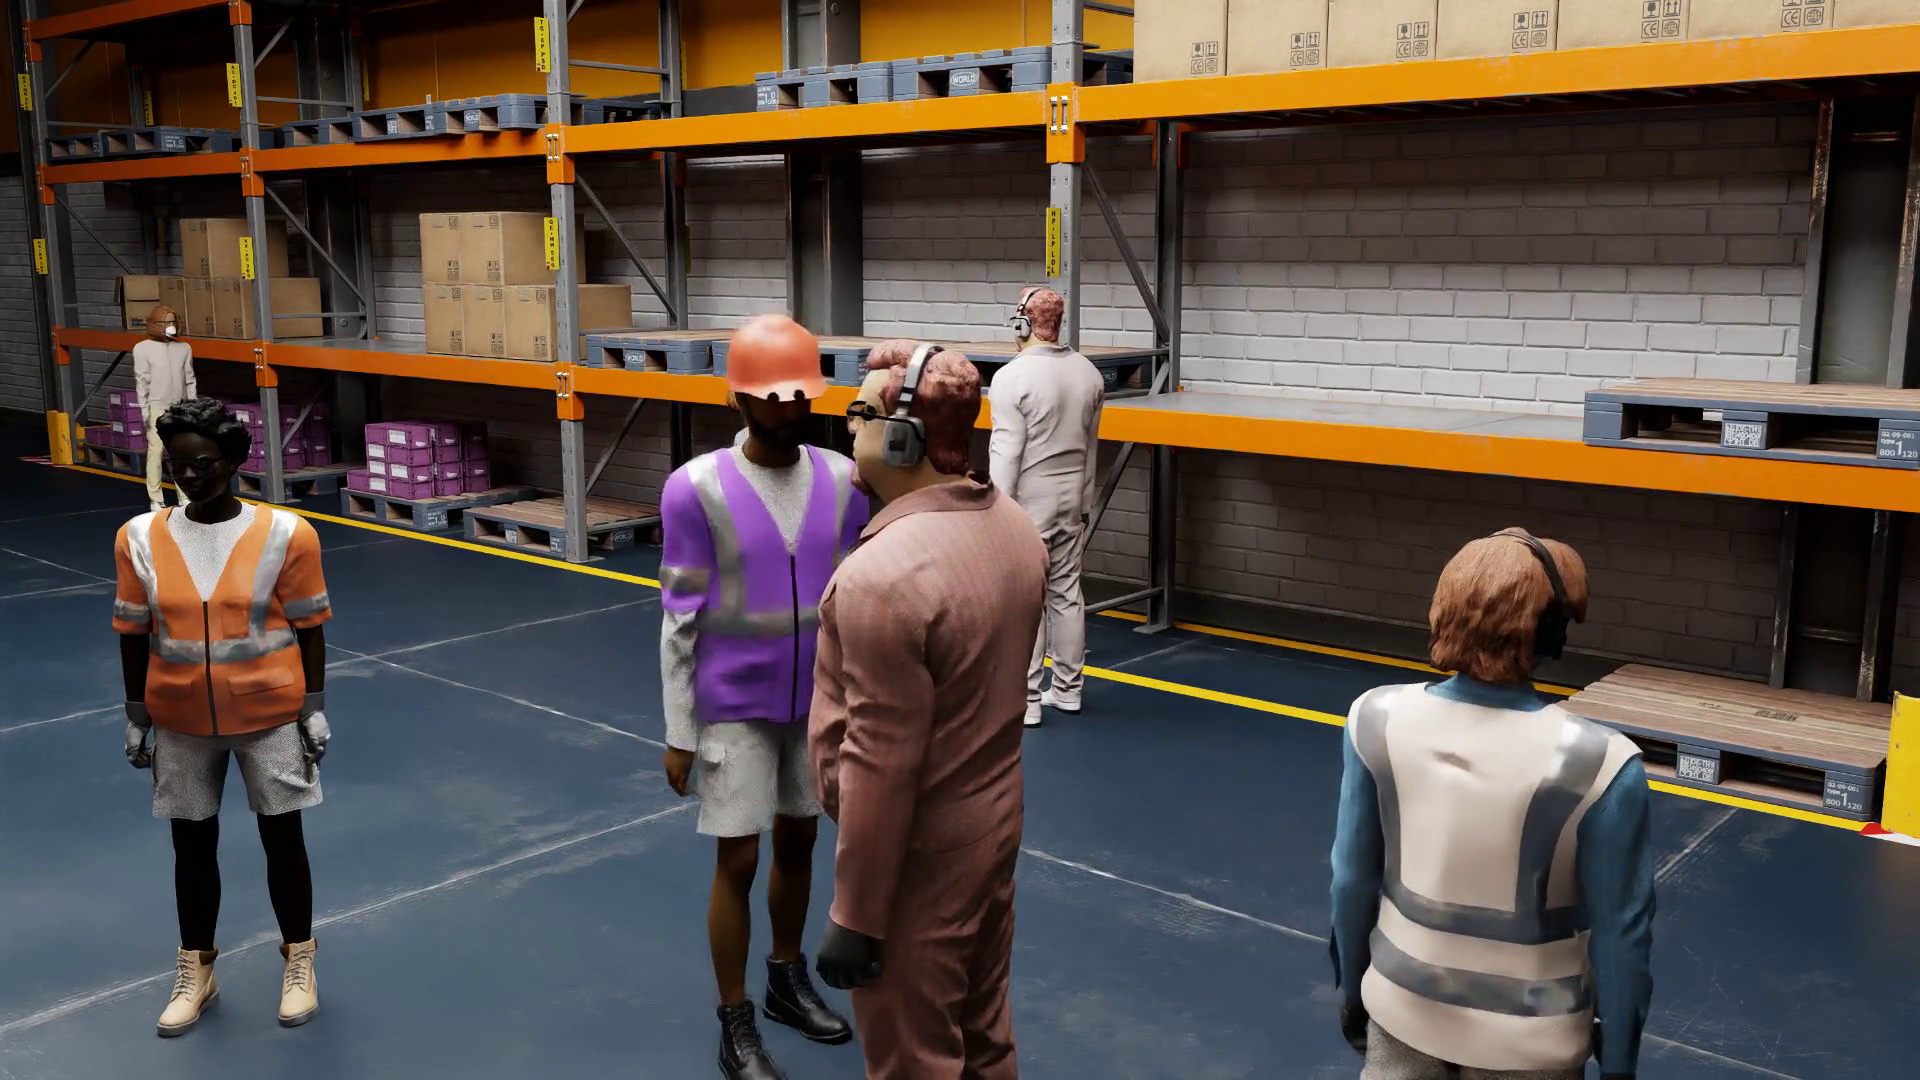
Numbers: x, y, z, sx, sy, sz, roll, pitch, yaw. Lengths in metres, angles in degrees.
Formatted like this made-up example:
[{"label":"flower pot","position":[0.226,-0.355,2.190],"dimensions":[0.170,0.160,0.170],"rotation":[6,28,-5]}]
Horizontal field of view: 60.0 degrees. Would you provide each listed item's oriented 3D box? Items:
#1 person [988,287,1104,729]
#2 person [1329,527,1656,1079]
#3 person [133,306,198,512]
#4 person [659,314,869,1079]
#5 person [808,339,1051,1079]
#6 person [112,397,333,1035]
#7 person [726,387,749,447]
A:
[{"label":"person","position":[0.329,-0.140,7.260],"dimensions":[0.408,1.906,0.653],"rotation":[10,14,44]},{"label":"person","position":[0.837,0.797,2.685],"dimensions":[0.522,1.638,0.310],"rotation":[9,13,41]},{"label":"person","position":[-6.222,-1.019,13.069],"dimensions":[0.277,1.629,0.496],"rotation":[6,12,32]},{"label":"person","position":[-0.455,0.410,4.162],"dimensions":[0.561,1.916,0.564],"rotation":[-7,12,-33]},{"label":"person","position":[-0.083,0.583,3.132],"dimensions":[0.408,1.913,0.642],"rotation":[4,11,23]},{"label":"person","position":[-1.934,0.468,4.395],"dimensions":[0.540,1.695,0.317],"rotation":[-2,10,-9]},{"label":"person","position":[-0.842,0.032,7.055],"dimensions":[0.282,1.633,0.498],"rotation":[3,10,14]}]
